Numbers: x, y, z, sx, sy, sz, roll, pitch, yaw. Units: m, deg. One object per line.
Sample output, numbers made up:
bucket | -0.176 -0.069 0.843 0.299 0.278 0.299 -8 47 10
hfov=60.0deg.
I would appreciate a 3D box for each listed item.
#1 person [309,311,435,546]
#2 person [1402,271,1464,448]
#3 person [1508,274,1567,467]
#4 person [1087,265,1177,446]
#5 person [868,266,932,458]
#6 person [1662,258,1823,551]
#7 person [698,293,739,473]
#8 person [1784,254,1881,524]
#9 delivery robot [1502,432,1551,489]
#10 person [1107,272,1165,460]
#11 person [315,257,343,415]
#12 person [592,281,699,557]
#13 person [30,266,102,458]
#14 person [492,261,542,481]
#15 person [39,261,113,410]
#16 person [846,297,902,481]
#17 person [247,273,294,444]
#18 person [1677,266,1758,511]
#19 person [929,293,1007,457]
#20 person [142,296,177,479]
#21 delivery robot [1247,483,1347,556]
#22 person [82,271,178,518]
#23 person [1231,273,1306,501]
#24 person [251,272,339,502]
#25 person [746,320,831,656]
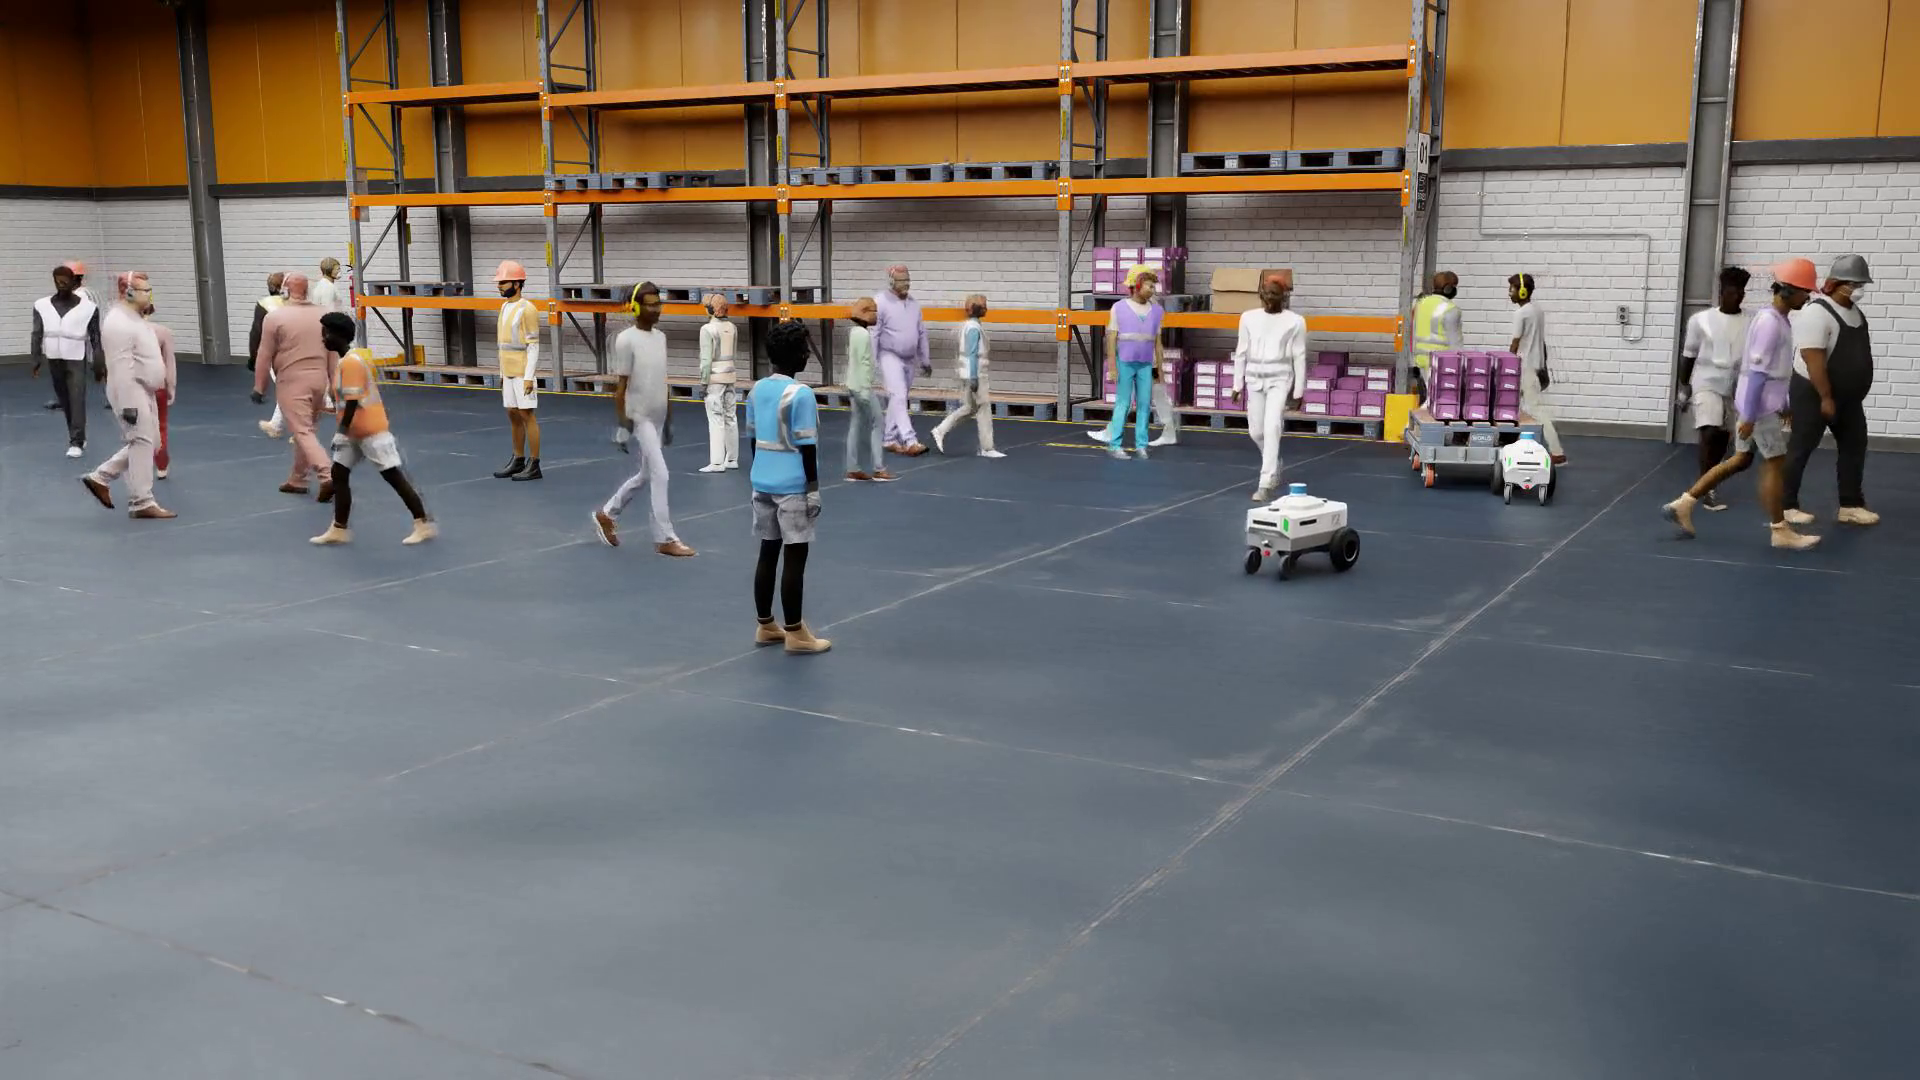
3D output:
person | -4.068 -0.760 11.470 0.813 1.633 0.558 -6 12 -30
person | 4.688 -1.716 16.308 0.431 1.831 0.637 -2 10 -13
person | 5.306 -1.595 15.692 1.011 1.809 0.541 8 13 39
person | 1.800 -1.880 17.112 0.995 1.861 0.625 1 10 4
person | -0.521 -1.747 16.380 0.879 1.867 0.676 9 14 42
person | 5.405 -0.925 11.398 0.958 2.000 0.685 5 11 26
person | -2.214 -1.434 15.251 0.306 1.639 0.522 5 11 25
person | 6.479 -1.103 12.243 0.721 2.000 0.817 -7 12 -33
delivery robot | 4.608 -0.636 13.538 0.477 0.478 0.707 3 10 15
person | 1.709 -1.685 16.208 0.590 1.809 0.458 -4 11 -22
person | -7.745 -2.508 20.486 0.352 1.937 0.635 -5 11 -25
person | -2.154 -0.816 11.190 0.841 1.847 0.521 5 11 24
person | -8.876 -1.778 16.551 0.601 1.876 0.966 -1 10 -8
person | -3.934 -1.491 14.731 0.357 1.938 0.542 -10 14 -43
person | -11.087 -2.573 21.031 1.038 1.883 0.559 -6 12 -30
person | -0.754 -1.318 14.615 0.558 1.616 0.531 -3 10 -15
person | -7.192 -1.912 17.552 0.987 1.781 0.623 6 11 29
person | 6.088 -1.227 13.333 0.605 1.920 0.875 1 10 8
person | 0.077 -1.606 16.307 0.700 1.619 0.521 -1 10 -4
person | -7.088 -1.337 14.460 0.523 1.726 0.898 -5 11 -27
delivery robot | 2.149 -0.116 10.593 0.707 0.478 0.477 -9 14 -43
person | -6.333 -1.087 12.601 0.598 1.892 0.656 -2 10 -12
person | 2.590 -1.282 13.798 0.573 1.854 0.859 6 12 32
person | -5.364 -1.256 13.624 0.960 1.868 0.628 6 12 30
person | -0.881 -0.266 8.473 0.317 1.695 0.540 -8 13 -39
